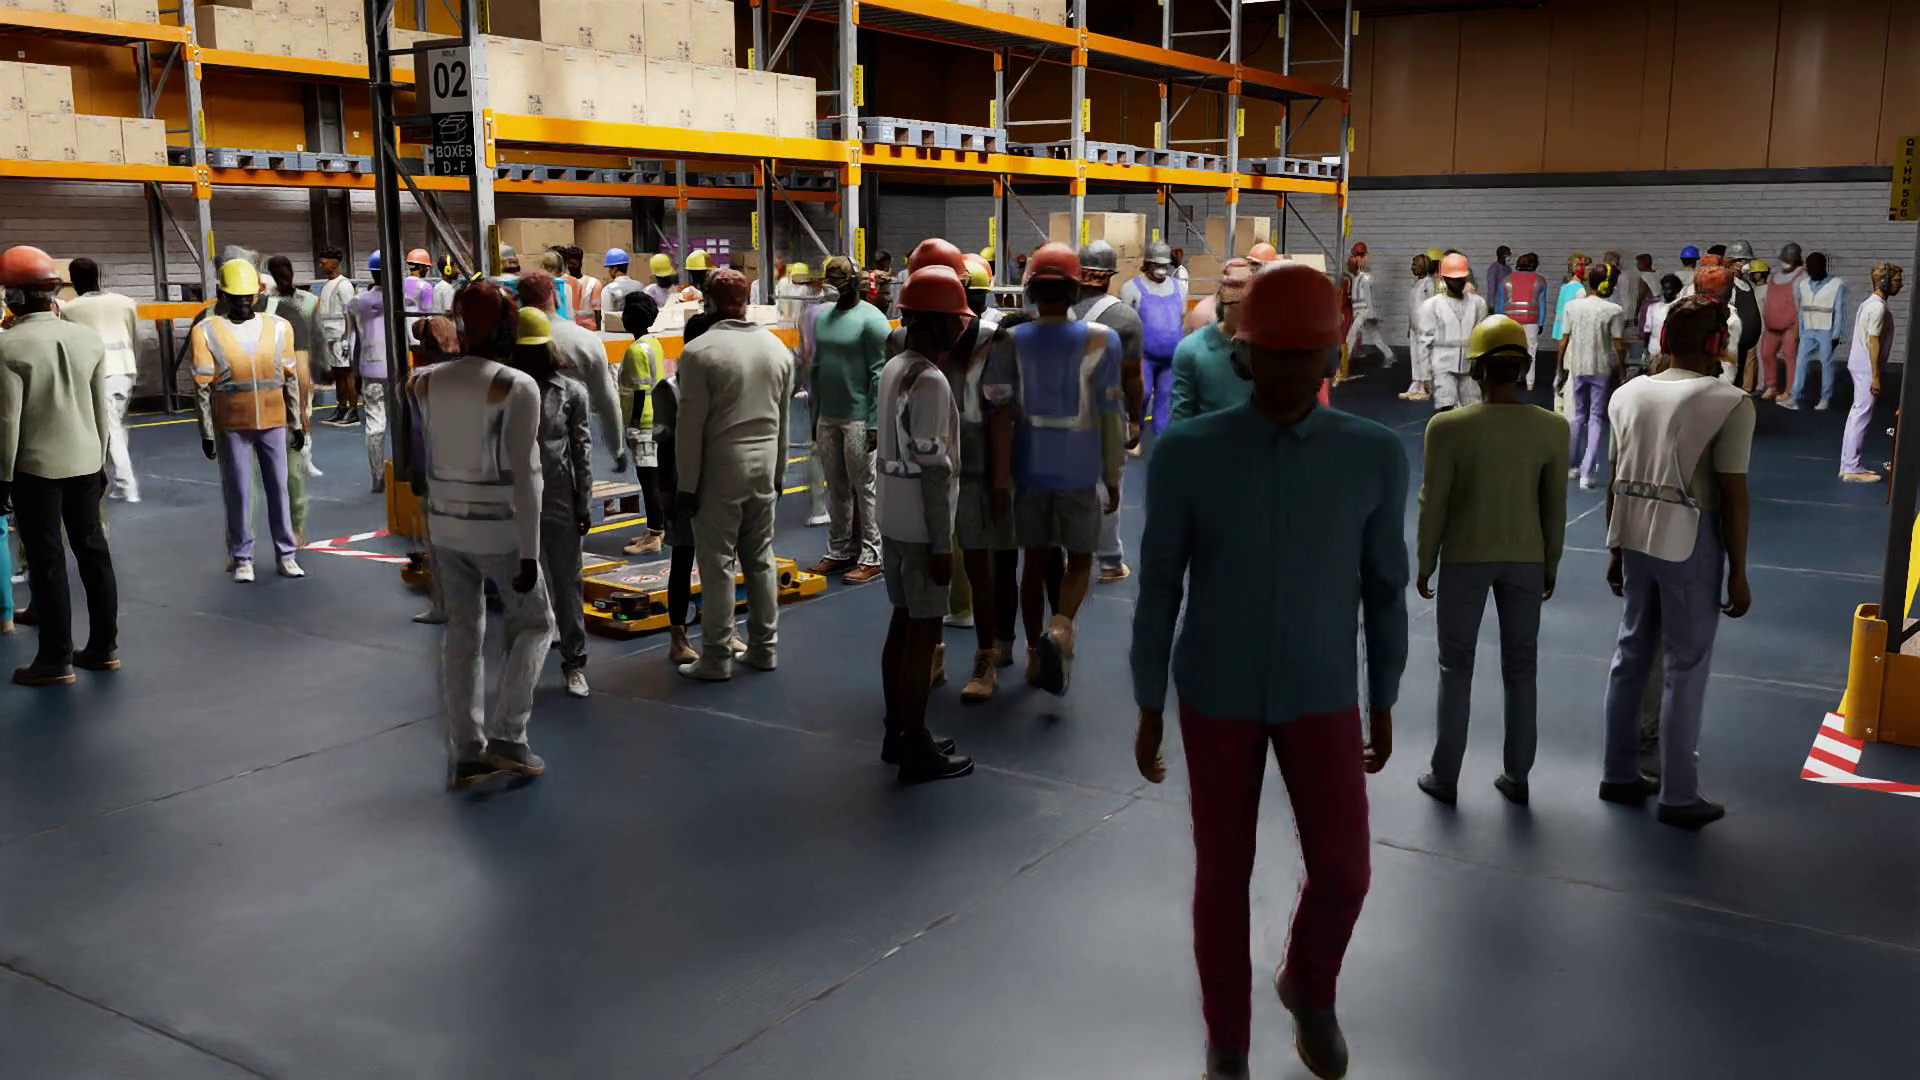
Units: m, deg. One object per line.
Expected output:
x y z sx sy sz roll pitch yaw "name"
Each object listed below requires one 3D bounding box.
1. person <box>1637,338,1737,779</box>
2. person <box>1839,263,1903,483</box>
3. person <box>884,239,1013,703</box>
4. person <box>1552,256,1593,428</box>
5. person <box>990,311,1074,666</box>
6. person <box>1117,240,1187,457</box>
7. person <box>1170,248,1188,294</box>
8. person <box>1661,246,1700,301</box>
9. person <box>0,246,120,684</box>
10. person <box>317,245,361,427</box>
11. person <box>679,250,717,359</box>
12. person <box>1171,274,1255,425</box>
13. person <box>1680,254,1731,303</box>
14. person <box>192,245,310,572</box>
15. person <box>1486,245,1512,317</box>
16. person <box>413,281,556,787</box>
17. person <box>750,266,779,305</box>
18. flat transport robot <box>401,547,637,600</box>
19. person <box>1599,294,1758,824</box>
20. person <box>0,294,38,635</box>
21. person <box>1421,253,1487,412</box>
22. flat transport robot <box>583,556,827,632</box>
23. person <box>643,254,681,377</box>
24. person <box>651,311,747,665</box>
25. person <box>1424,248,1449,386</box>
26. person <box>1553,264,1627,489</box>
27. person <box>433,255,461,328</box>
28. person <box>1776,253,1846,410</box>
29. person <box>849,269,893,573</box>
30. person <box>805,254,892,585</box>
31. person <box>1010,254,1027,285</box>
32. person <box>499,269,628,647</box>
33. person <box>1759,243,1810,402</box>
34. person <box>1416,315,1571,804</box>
2.717 0.031 6.297 0.303 1.740 0.485 5 11 26 "person"
7.640 -1.395 13.944 0.352 1.837 0.502 4 11 21 "person"
-0.071 -0.295 7.315 0.611 2.029 0.409 4 11 21 "person"
6.641 -2.142 18.040 0.384 1.845 0.569 0 10 -1 "person"
0.308 -0.236 7.924 0.550 1.689 0.342 -3 11 -18 "person"
1.796 -1.741 15.276 0.685 2.000 0.541 -3 11 -17 "person"
3.554 -3.809 27.167 0.337 1.882 0.585 0 10 2 "person"
9.582 -2.904 21.989 0.605 1.944 0.402 5 11 27 "person"
-4.166 -0.337 7.622 0.375 1.996 0.608 4 11 20 "person"
-6.791 -2.221 18.142 0.361 1.965 0.612 -9 14 -41 "person"
-2.352 -1.648 15.076 0.369 1.928 0.585 1 10 4 "person"
1.399 -0.418 8.479 0.639 1.843 1.025 1 10 7 "person"
7.515 -1.939 16.805 0.340 1.883 0.586 -6 12 -29 "person"
-4.434 -0.873 10.468 0.685 2.000 0.941 -2 10 -12 "person"
8.792 -3.832 27.147 0.372 1.939 0.629 9 14 42 "person"
-1.749 -0.010 6.155 0.594 1.869 0.423 4 11 22 "person"
-2.913 -3.355 25.014 0.570 1.749 0.342 4 11 21 "person"
-2.515 0.187 9.500 1.431 0.197 0.652 9 13 39 "flat transport robot"
2.479 0.068 5.824 0.386 1.837 0.564 -5 11 -25 "person"
-4.946 -0.428 8.571 0.340 1.839 0.504 5 11 25 "person"
4.125 -1.432 13.905 0.572 1.913 0.572 -1 10 -3 "person"
-1.467 0.251 9.147 0.652 0.197 1.431 9 13 39 "flat transport robot"
-3.008 -1.988 17.105 0.437 1.881 0.753 4 11 23 "person"
-1.224 -0.248 7.983 0.538 1.691 0.319 -8 13 -37 "person"
6.554 -3.072 23.011 0.425 1.904 0.612 -6 12 -28 "person"
5.264 -1.359 13.764 0.723 1.825 0.542 -9 14 -41 "person"
-5.590 -2.183 18.213 0.309 1.864 0.535 -5 11 -27 "person"
10.086 -2.441 19.646 0.940 1.854 0.625 -6 12 -29 "person"
-0.585 -0.721 10.168 0.373 1.843 0.571 -4 11 -20 "person"
-0.664 -0.710 9.850 0.629 1.940 0.372 10 14 43 "person"
1.183 -4.587 31.837 0.562 1.753 0.334 -4 11 -22 "person"
-2.066 -0.443 8.551 0.655 1.863 0.934 1 10 6 "person"
10.324 -2.727 20.741 0.615 2.000 0.710 -4 11 -21 "person"
1.899 0.078 5.980 0.525 1.760 0.341 0 10 2 "person"
